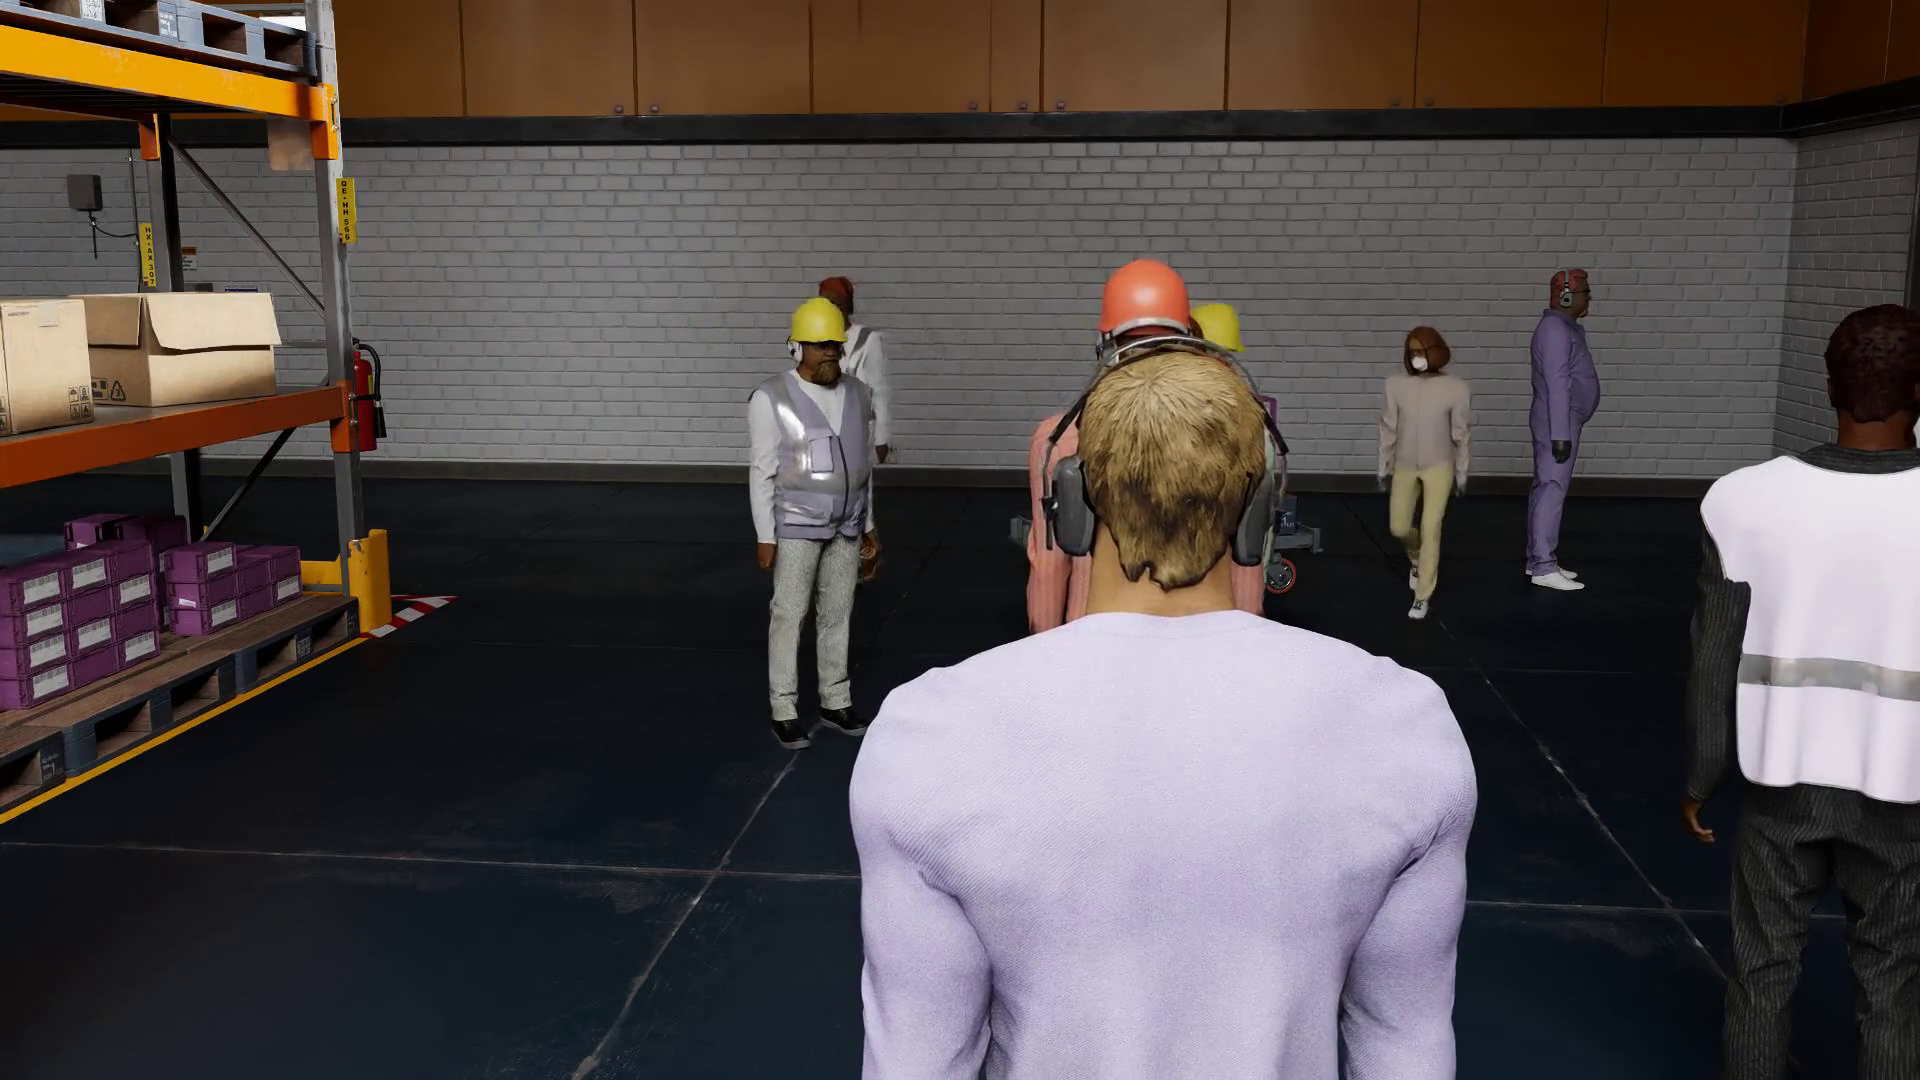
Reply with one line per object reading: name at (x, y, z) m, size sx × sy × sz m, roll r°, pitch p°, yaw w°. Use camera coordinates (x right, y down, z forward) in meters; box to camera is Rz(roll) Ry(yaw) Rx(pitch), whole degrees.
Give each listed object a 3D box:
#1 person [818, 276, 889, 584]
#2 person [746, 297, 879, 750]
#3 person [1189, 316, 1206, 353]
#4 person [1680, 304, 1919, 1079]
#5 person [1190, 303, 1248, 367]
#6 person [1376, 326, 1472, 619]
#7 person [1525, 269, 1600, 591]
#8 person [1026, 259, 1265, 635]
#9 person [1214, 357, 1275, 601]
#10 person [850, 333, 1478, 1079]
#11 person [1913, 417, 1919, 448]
person at (-0.710, -0.638, 9.981) m, size 0.593 × 1.865 × 0.420 m, roll 8°, pitch 13°, yaw 39°
person at (-0.578, -0.070, 6.811) m, size 0.600 × 1.829 × 0.404 m, roll -8°, pitch 13°, yaw -39°
person at (0.604, 0.229, 5.075) m, size 0.429 × 1.843 × 0.628 m, roll -2°, pitch 10°, yaw -13°
person at (1.769, 0.494, 3.340) m, size 0.597 × 1.915 × 0.370 m, roll 6°, pitch 11°, yaw 30°
person at (0.980, -0.065, 6.859) m, size 0.593 × 1.799 × 0.608 m, roll 8°, pitch 13°, yaw 40°
person at (2.598, -0.394, 9.276) m, size 0.507 × 1.607 × 0.564 m, roll 6°, pitch 11°, yaw 29°
person at (3.621, -0.665, 10.008) m, size 0.409 × 1.908 × 0.639 m, roll 3°, pitch 10°, yaw 15°
person at (0.472, 0.290, 4.279) m, size 0.612 × 1.997 × 0.376 m, roll 0°, pitch 10°, yaw -3°
person at (0.930, 0.123, 6.306) m, size 0.497 × 1.626 × 0.288 m, roll 1°, pitch 10°, yaw 4°
person at (0.203, 0.756, 1.780) m, size 0.631 × 1.940 × 0.372 m, roll -1°, pitch 10°, yaw -5°
person at (2.881, 0.239, 4.442) m, size 0.689 × 2.000 × 0.538 m, roll 0°, pitch 10°, yaw -2°
